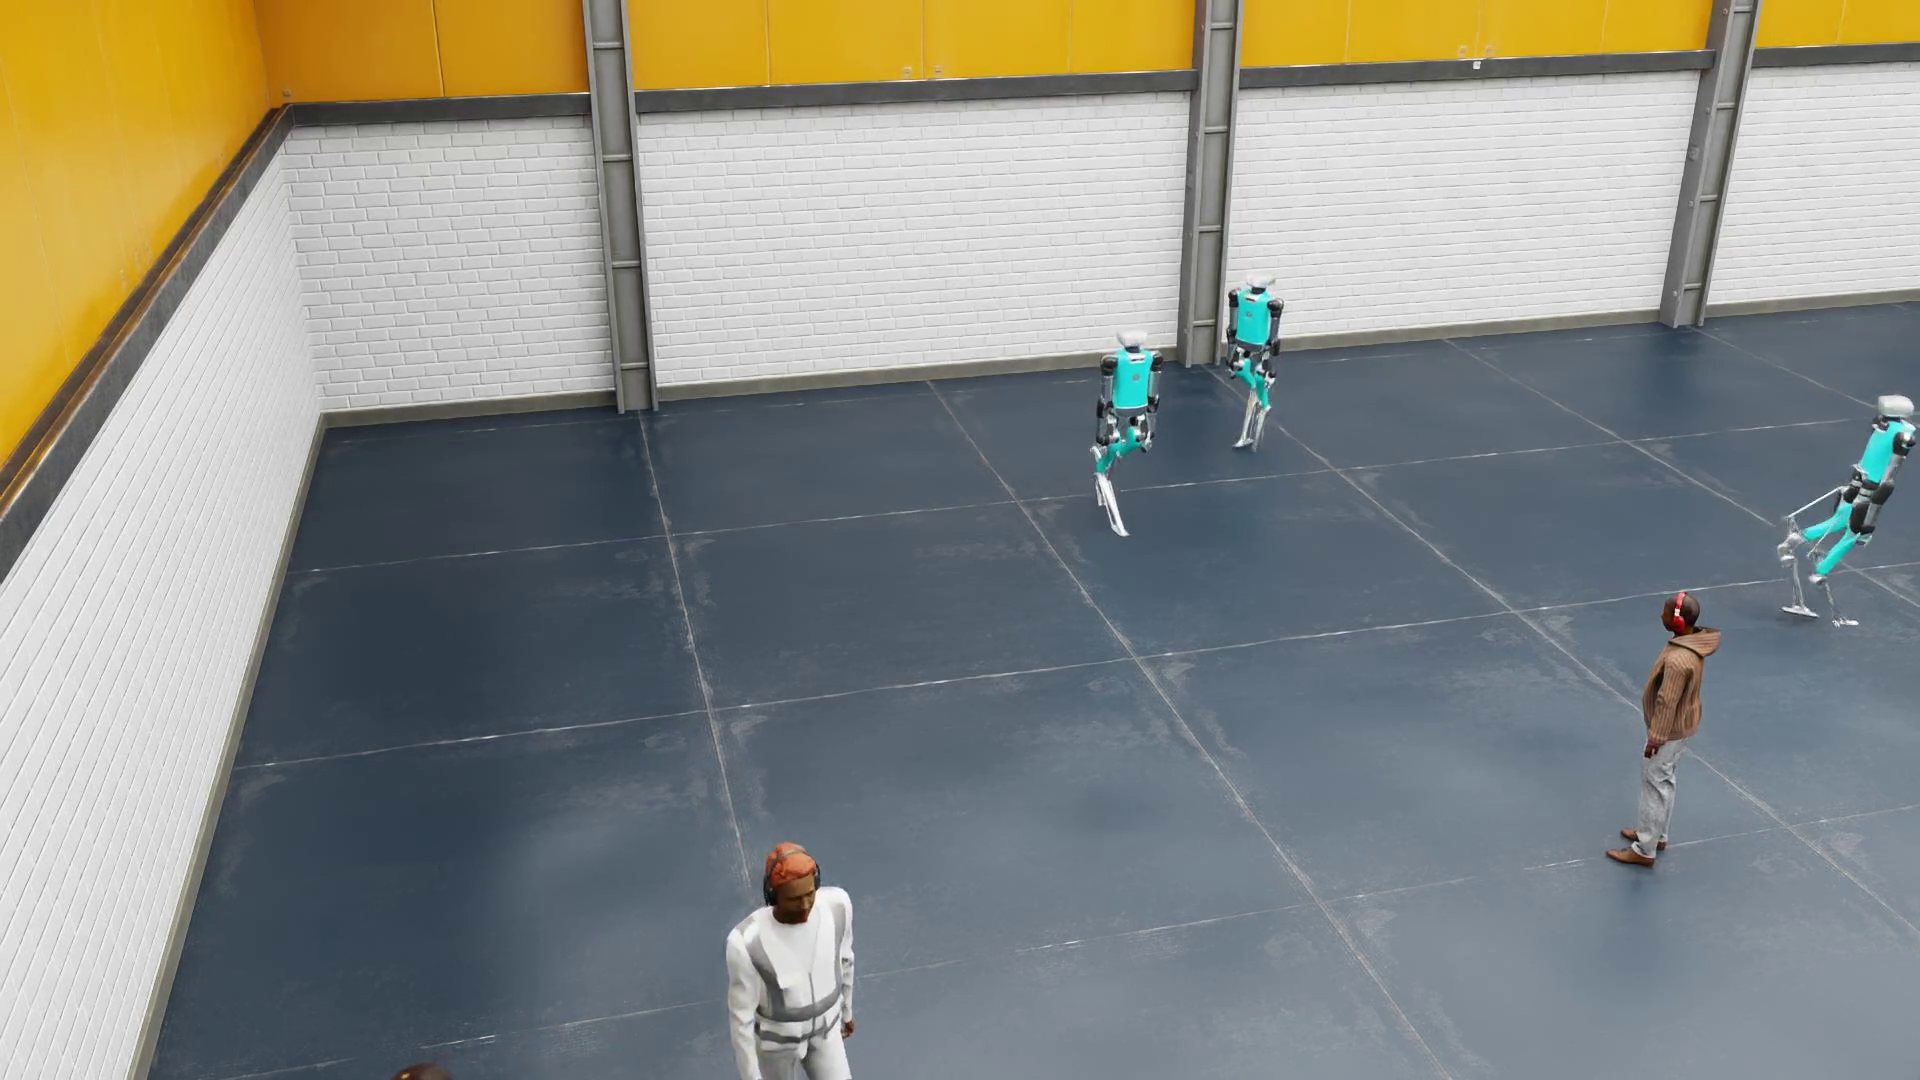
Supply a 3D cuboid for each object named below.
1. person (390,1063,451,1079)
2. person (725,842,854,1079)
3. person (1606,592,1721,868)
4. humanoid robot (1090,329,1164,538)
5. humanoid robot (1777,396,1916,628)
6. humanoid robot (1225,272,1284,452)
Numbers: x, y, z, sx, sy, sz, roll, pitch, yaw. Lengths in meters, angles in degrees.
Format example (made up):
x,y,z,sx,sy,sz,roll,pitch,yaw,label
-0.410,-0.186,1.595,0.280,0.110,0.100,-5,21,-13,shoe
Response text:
x,y,z,sx,sy,sz,roll,pitch,yaw,label
-1.767,2.547,5.722,0.457,1.766,0.485,-18,30,-35,person
-0.601,2.072,6.695,0.594,1.840,0.944,-14,27,-29,person
3.936,1.052,9.263,0.339,1.640,0.478,14,27,29,person
1.248,-0.967,13.762,0.540,1.781,0.918,-8,25,-18,humanoid robot
6.307,-0.194,12.001,0.767,1.770,0.558,4,24,8,humanoid robot
2.767,-1.575,15.234,0.561,1.880,0.734,18,29,35,humanoid robot
